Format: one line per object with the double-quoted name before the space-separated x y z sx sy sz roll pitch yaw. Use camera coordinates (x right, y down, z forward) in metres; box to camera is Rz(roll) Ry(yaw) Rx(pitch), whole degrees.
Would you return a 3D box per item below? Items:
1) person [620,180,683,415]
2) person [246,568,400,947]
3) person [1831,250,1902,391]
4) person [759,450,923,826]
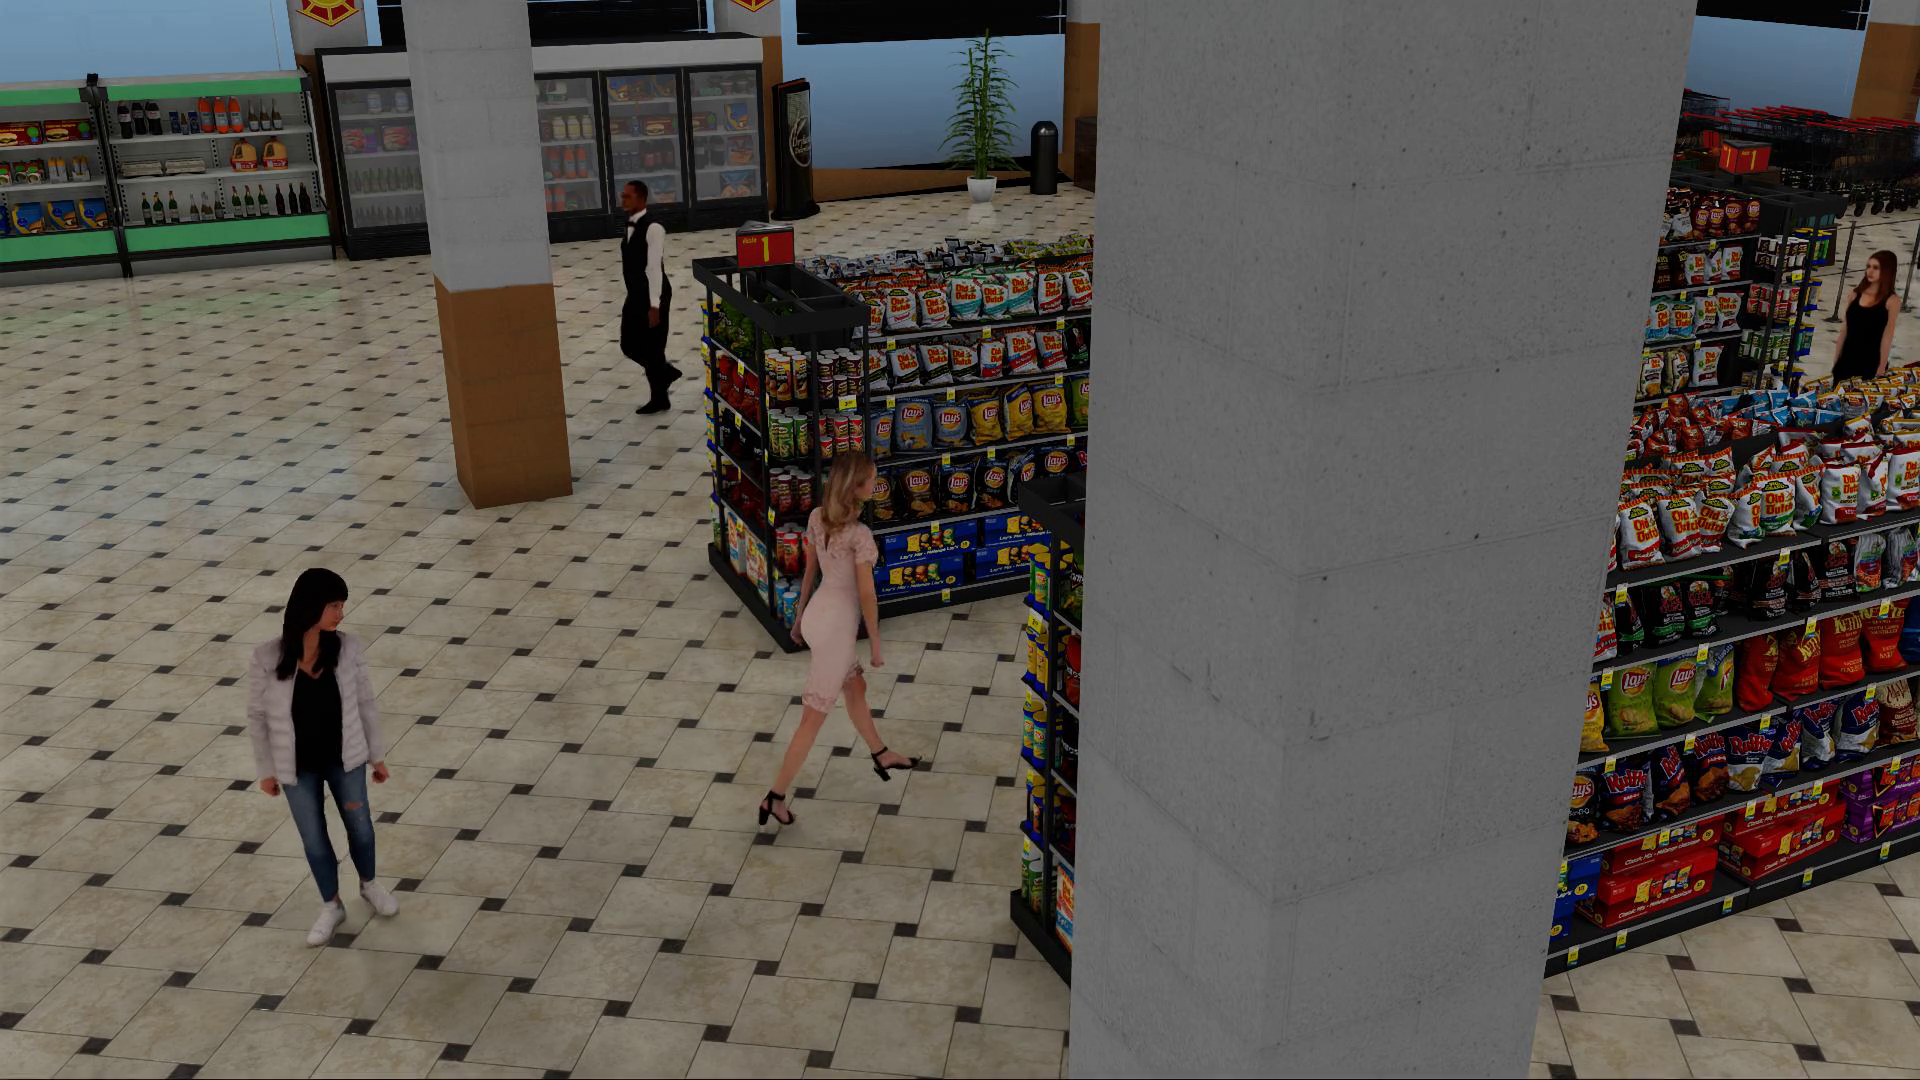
"person" -2.479 -1.988 13.619 0.876 1.903 0.817 -19 29 -40
"person" -2.644 0.893 6.829 0.476 1.619 0.706 -4 22 -9
"person" 6.582 -1.244 12.021 0.781 1.714 0.597 -12 25 -27
"person" -0.676 0.500 7.602 1.164 1.772 0.727 -17 28 -36
